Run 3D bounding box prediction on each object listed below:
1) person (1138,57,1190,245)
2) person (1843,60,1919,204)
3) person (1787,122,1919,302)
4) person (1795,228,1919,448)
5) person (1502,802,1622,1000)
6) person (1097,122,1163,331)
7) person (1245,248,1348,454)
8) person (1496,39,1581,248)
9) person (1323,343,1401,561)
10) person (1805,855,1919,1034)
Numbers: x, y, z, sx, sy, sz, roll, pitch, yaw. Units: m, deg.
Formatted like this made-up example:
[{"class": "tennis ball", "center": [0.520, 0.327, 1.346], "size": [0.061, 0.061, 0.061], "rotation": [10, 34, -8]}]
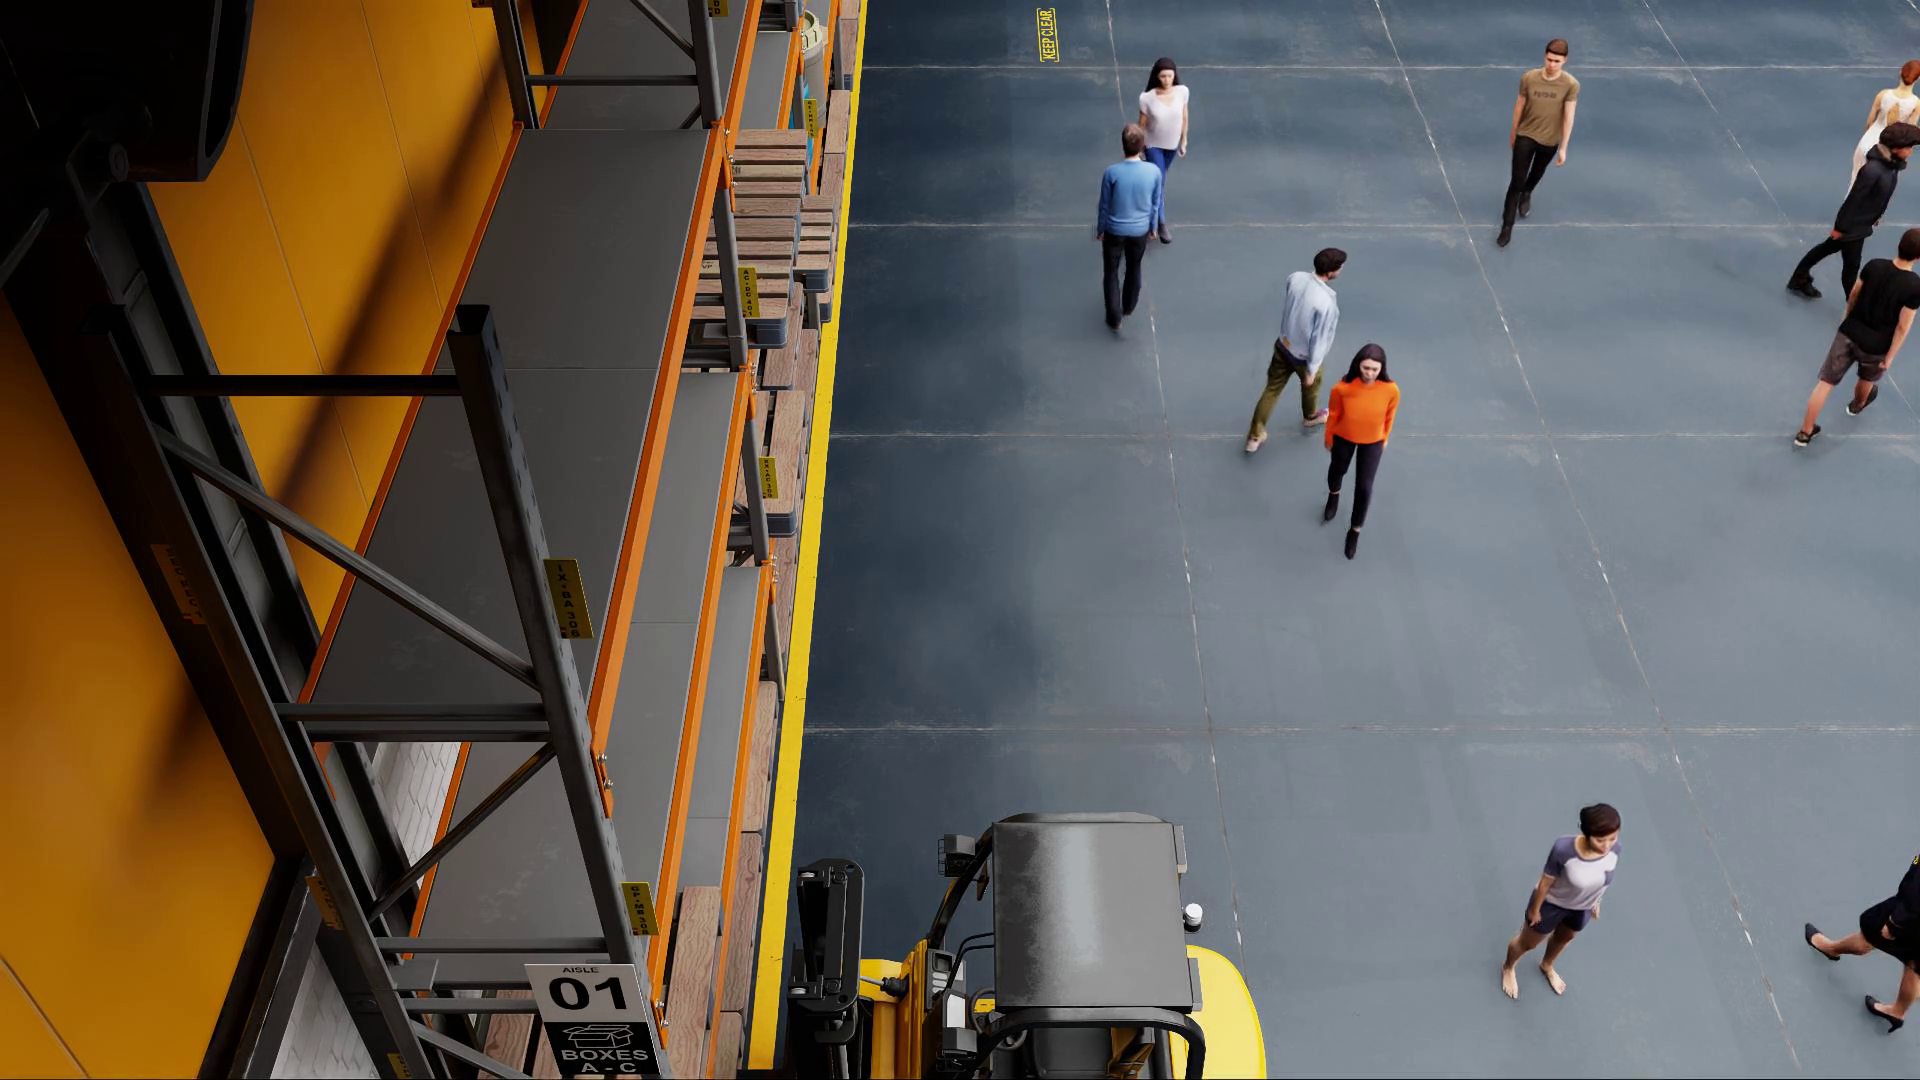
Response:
[{"class": "person", "center": [1.748, -3.524, 14.747], "size": [0.850, 1.646, 1.183], "rotation": [-14, 45, -15]}, {"class": "person", "center": [8.064, -3.396, 14.625], "size": [0.688, 1.630, 0.752], "rotation": [22, 48, 22]}, {"class": "person", "center": [7.357, -2.688, 13.815], "size": [1.154, 1.720, 1.103], "rotation": [34, 53, 31]}, {"class": "person", "center": [6.723, -1.470, 12.475], "size": [1.231, 1.806, 1.202], "rotation": [-32, 52, -29]}, {"class": "person", "center": [3.300, 1.941, 9.068], "size": [0.602, 1.566, 0.571], "rotation": [-7, 44, -7]}, {"class": "person", "center": [1.369, -2.556, 13.608], "size": [0.690, 1.815, 0.801], "rotation": [-4, 44, -4]}, {"class": "person", "center": [2.466, -1.363, 12.398], "size": [1.157, 1.758, 1.197], "rotation": [-23, 48, -23]}, {"class": "person", "center": [5.122, -3.574, 14.679], "size": [0.964, 1.813, 1.316], "rotation": [14, 45, 14]}, {"class": "person", "center": [2.816, -0.748, 11.783], "size": [0.738, 1.715, 0.980], "rotation": [8, 44, 8]}, {"class": "person", "center": [5.182, 2.090, 8.853], "size": [0.870, 1.648, 1.035], "rotation": [-11, 45, -11]}]
